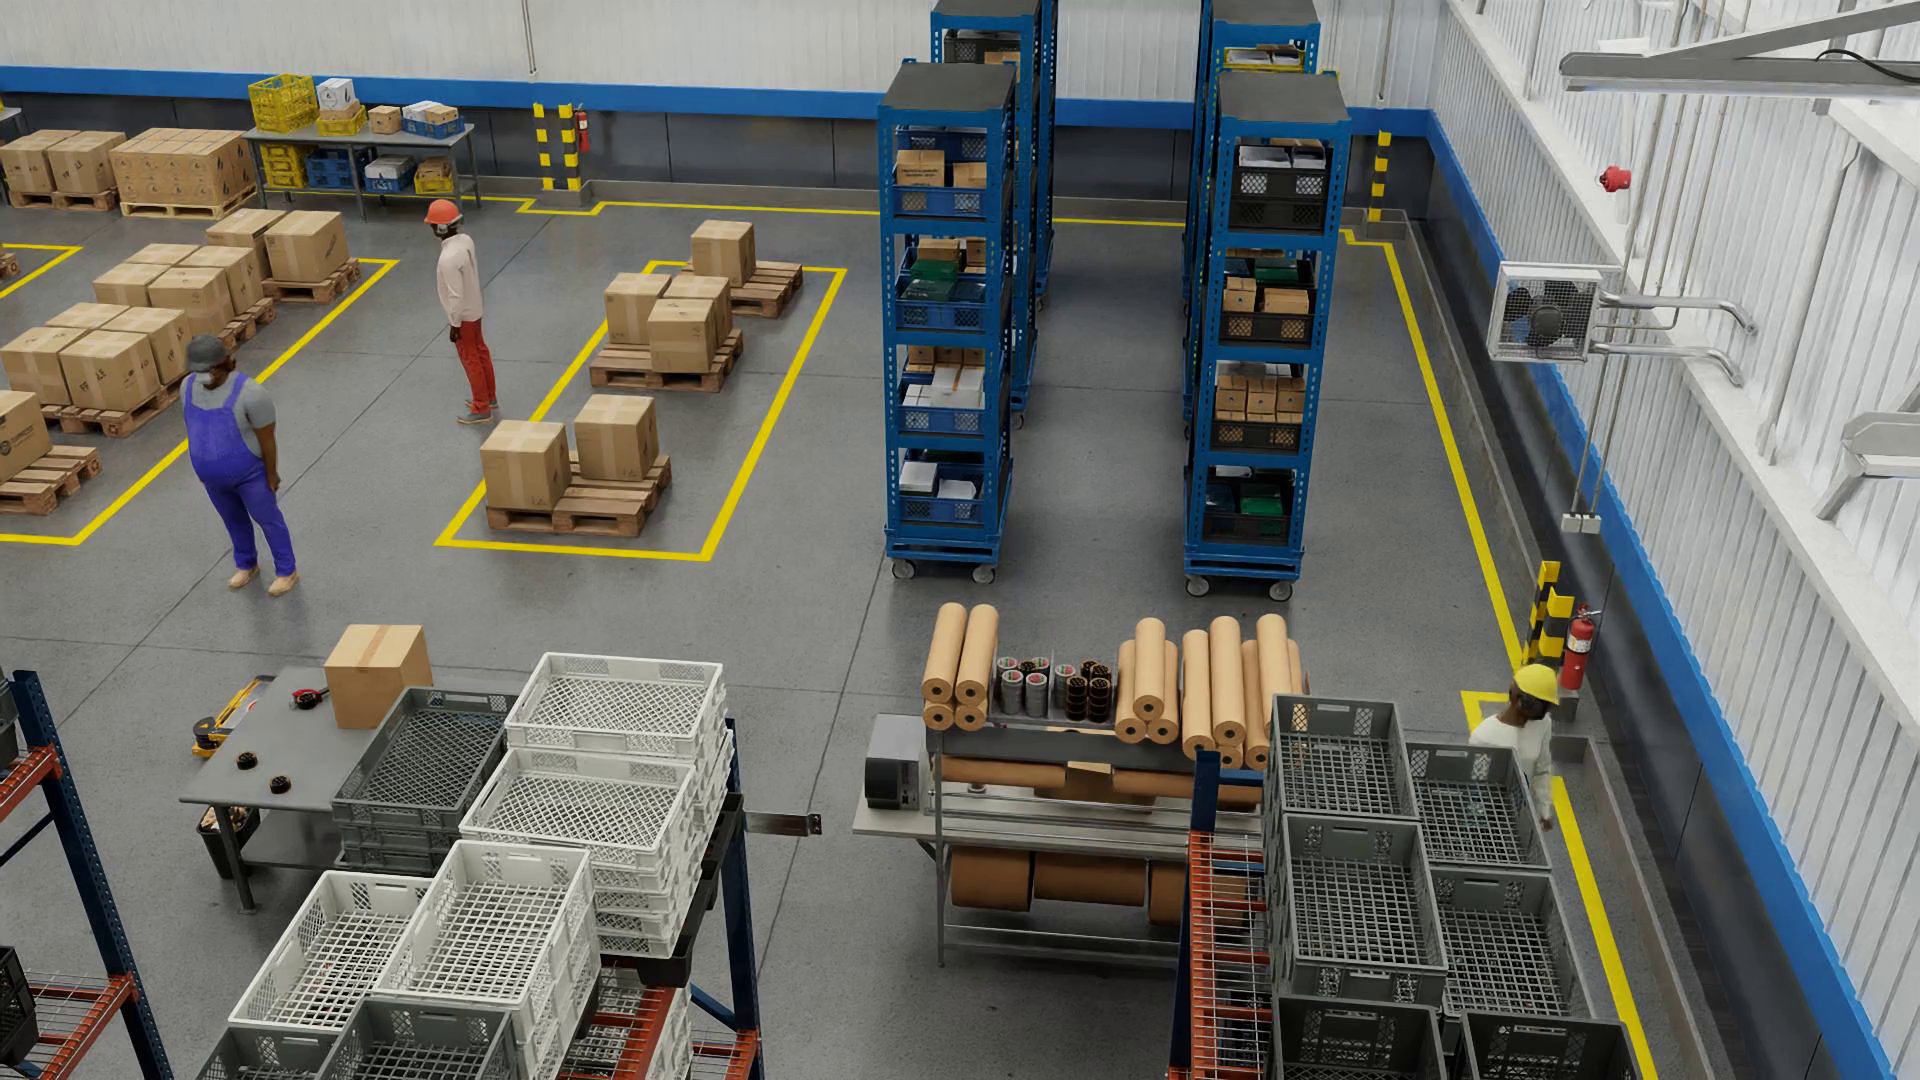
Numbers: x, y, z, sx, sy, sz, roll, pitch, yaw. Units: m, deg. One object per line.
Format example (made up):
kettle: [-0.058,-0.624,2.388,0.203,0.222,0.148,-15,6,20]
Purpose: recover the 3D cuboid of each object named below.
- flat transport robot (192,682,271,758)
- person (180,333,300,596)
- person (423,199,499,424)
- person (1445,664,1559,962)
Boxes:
flat transport robot: [-4.089,1.163,10.648,1.431,0.197,0.652,3,30,6]
person: [-5.186,-0.532,11.827,0.679,2.000,0.536,8,31,13]
person: [-4.300,-1.965,14.335,0.394,1.991,0.621,0,30,1]
person: [2.854,1.435,8.785,0.572,1.706,0.575,-12,32,-19]
